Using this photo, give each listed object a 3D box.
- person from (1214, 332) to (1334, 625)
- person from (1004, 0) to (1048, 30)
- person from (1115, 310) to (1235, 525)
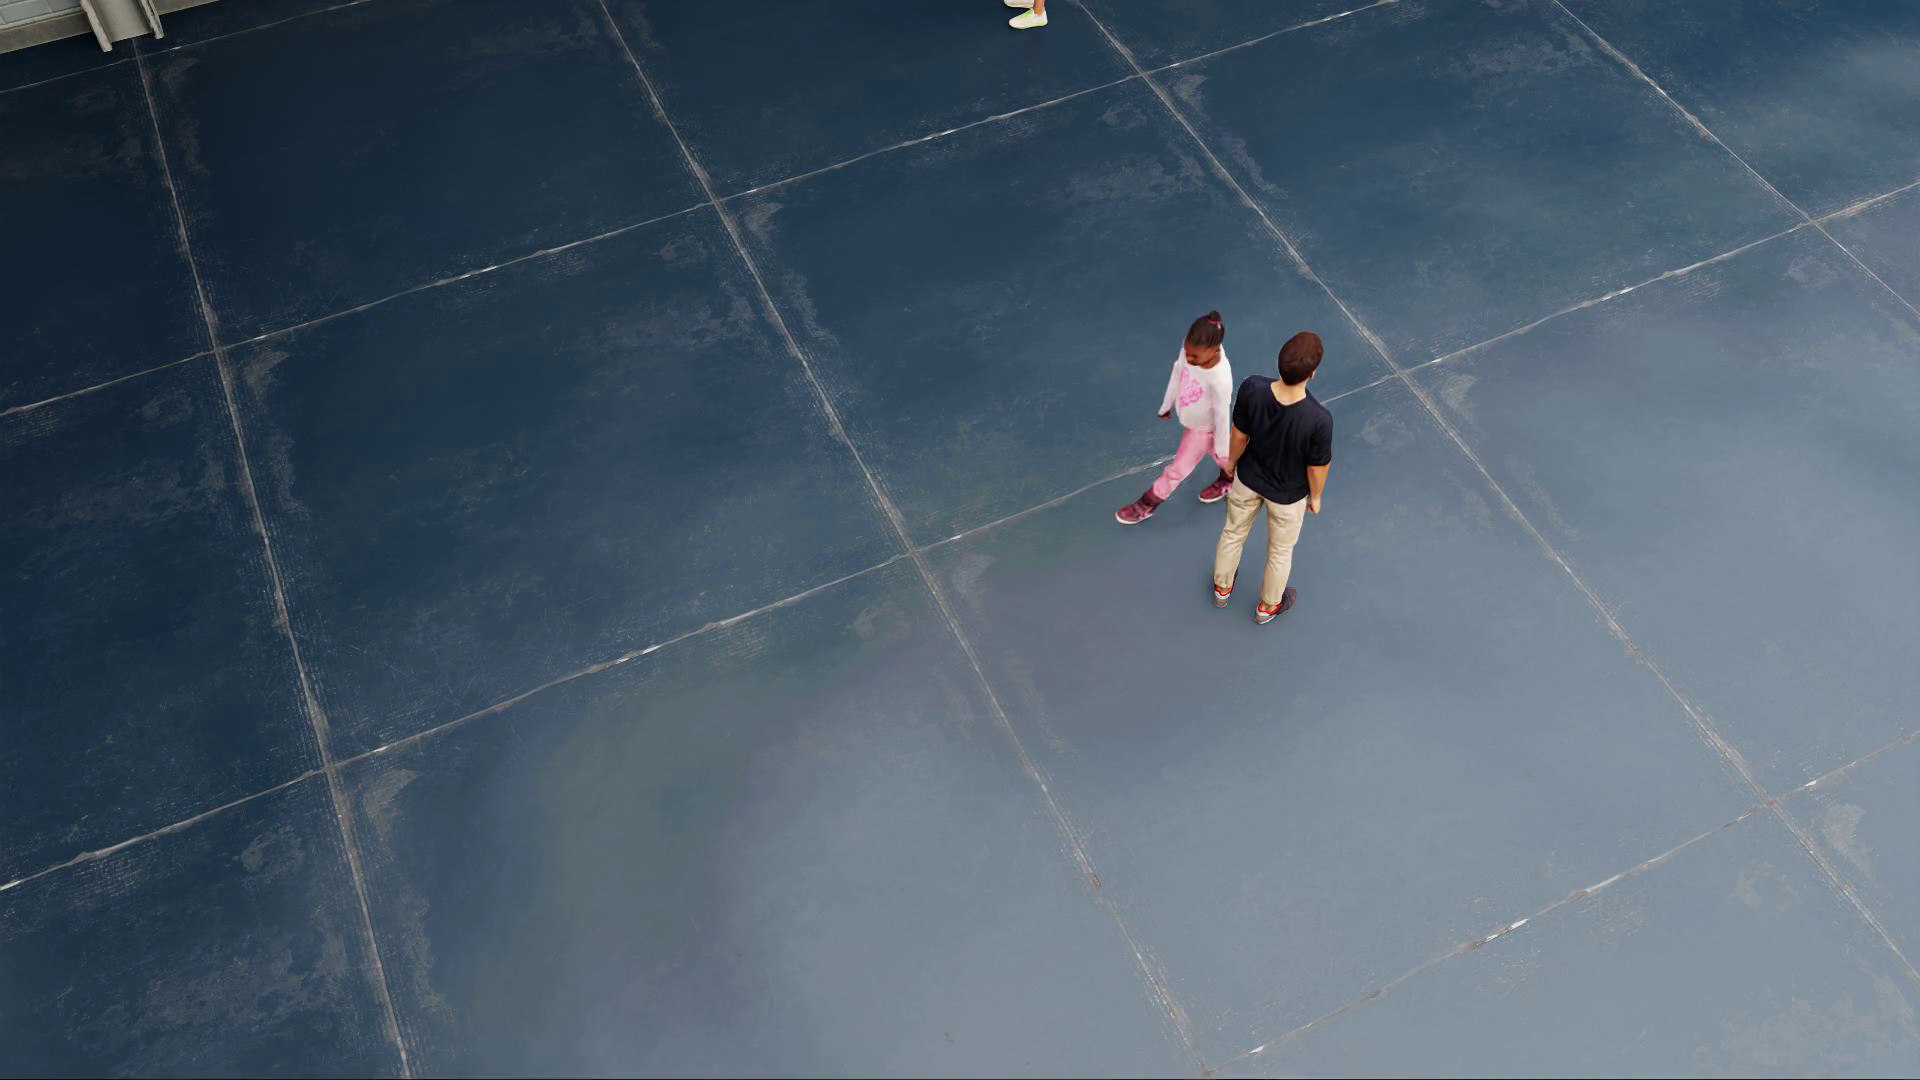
[{"bbox_3d":[1.435,-0.267,7.647,0.706,1.859,0.715,26,57,19],"label":"person"},{"bbox_3d":[0.481,-4.139,10.689,0.679,1.792,0.662,-2,52,-1],"label":"person"},{"bbox_3d":[1.264,-0.640,8.220,0.996,1.412,0.630,-16,54,-12],"label":"person"}]
